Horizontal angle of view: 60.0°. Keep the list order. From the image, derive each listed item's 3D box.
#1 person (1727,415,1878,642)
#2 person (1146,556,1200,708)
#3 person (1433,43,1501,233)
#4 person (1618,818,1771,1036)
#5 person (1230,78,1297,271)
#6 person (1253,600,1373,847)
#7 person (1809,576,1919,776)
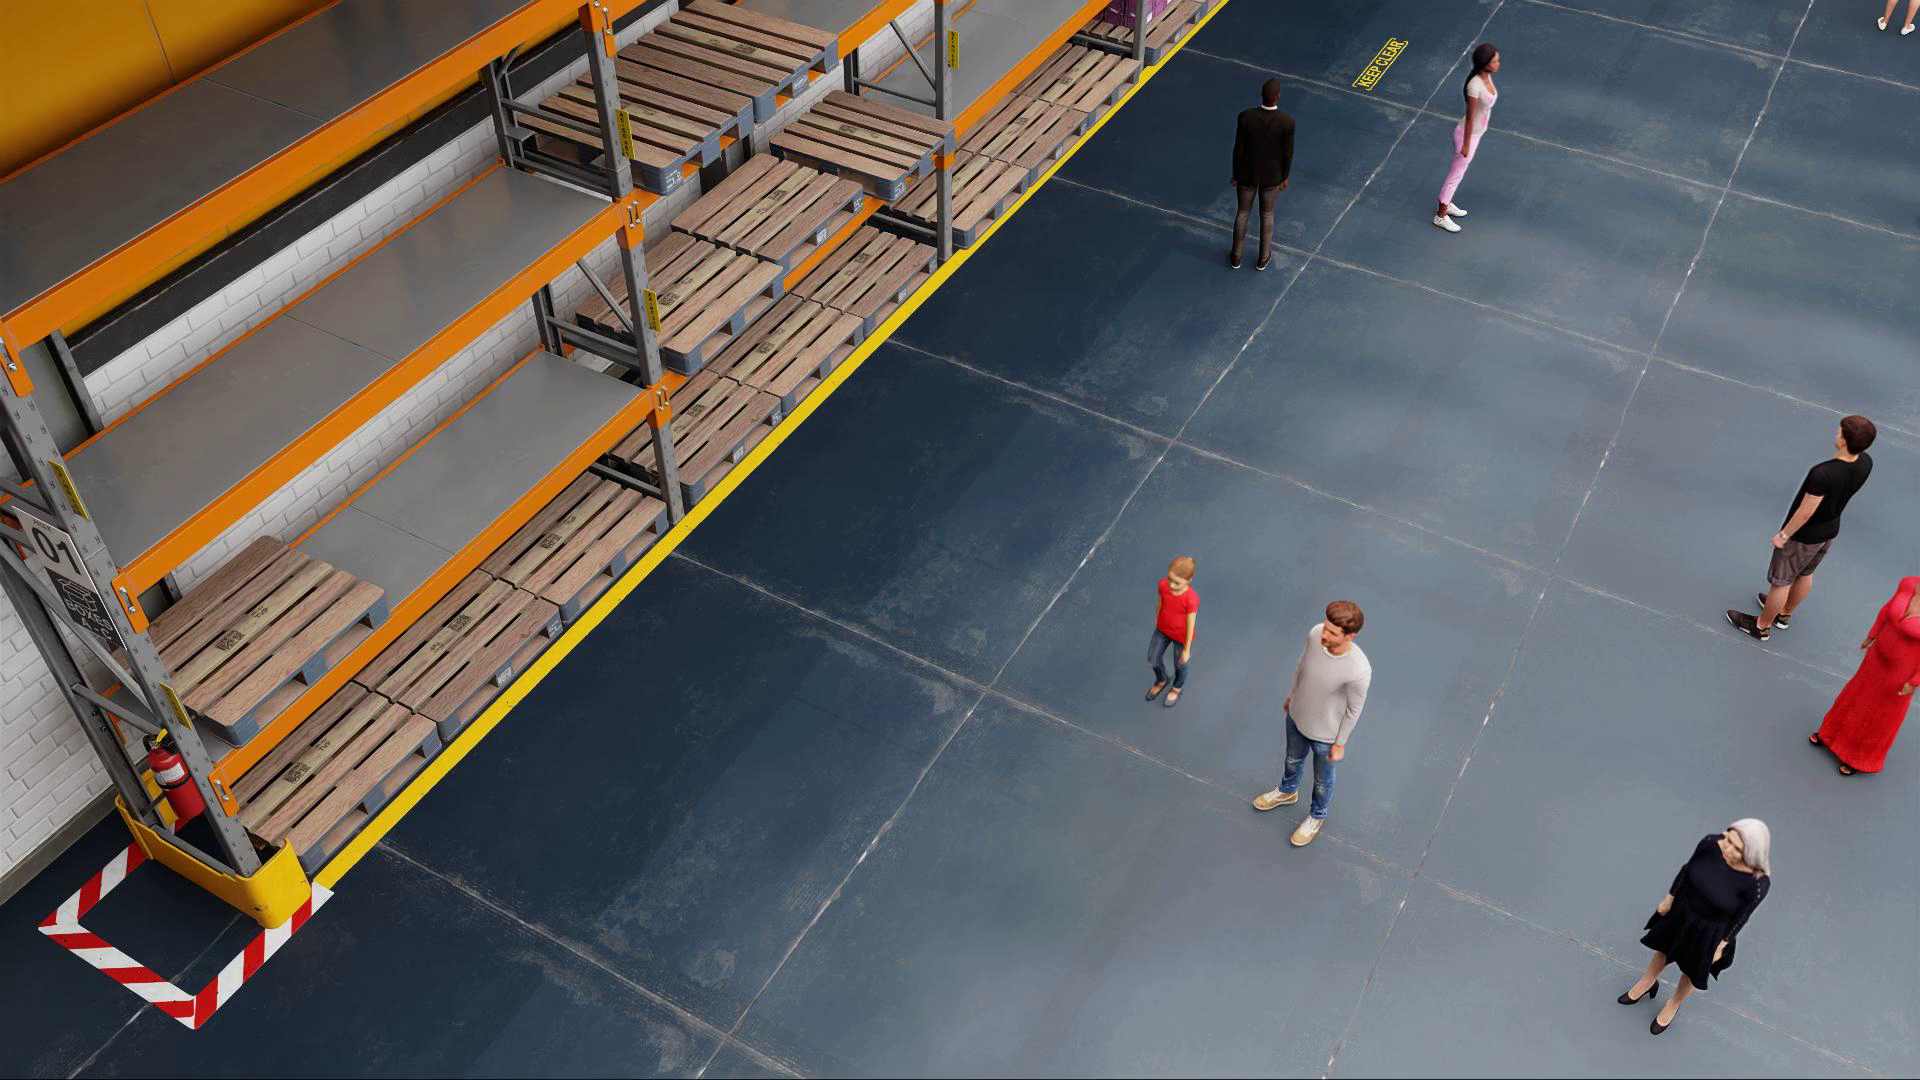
[{"bbox_3d":[5.650,-0.074,11.036,0.711,1.862,0.823,-21,47,-20],"label":"person"},{"bbox_3d":[1.435,0.562,10.776,0.515,1.300,0.540,28,50,26],"label":"person"},{"bbox_3d":[4.533,-3.609,14.834,0.657,1.741,0.467,18,46,18],"label":"person"},{"bbox_3d":[3.943,2.053,8.887,0.707,1.747,0.689,-24,48,-23],"label":"person"},{"bbox_3d":[2.581,-3.135,14.294,0.723,1.800,0.680,8,44,8],"label":"person"},{"bbox_3d":[2.126,1.050,9.825,0.733,1.906,0.742,-25,49,-24],"label":"person"},{"bbox_3d":[5.752,0.761,10.216,0.781,1.783,0.729,-13,45,-13],"label":"person"}]
